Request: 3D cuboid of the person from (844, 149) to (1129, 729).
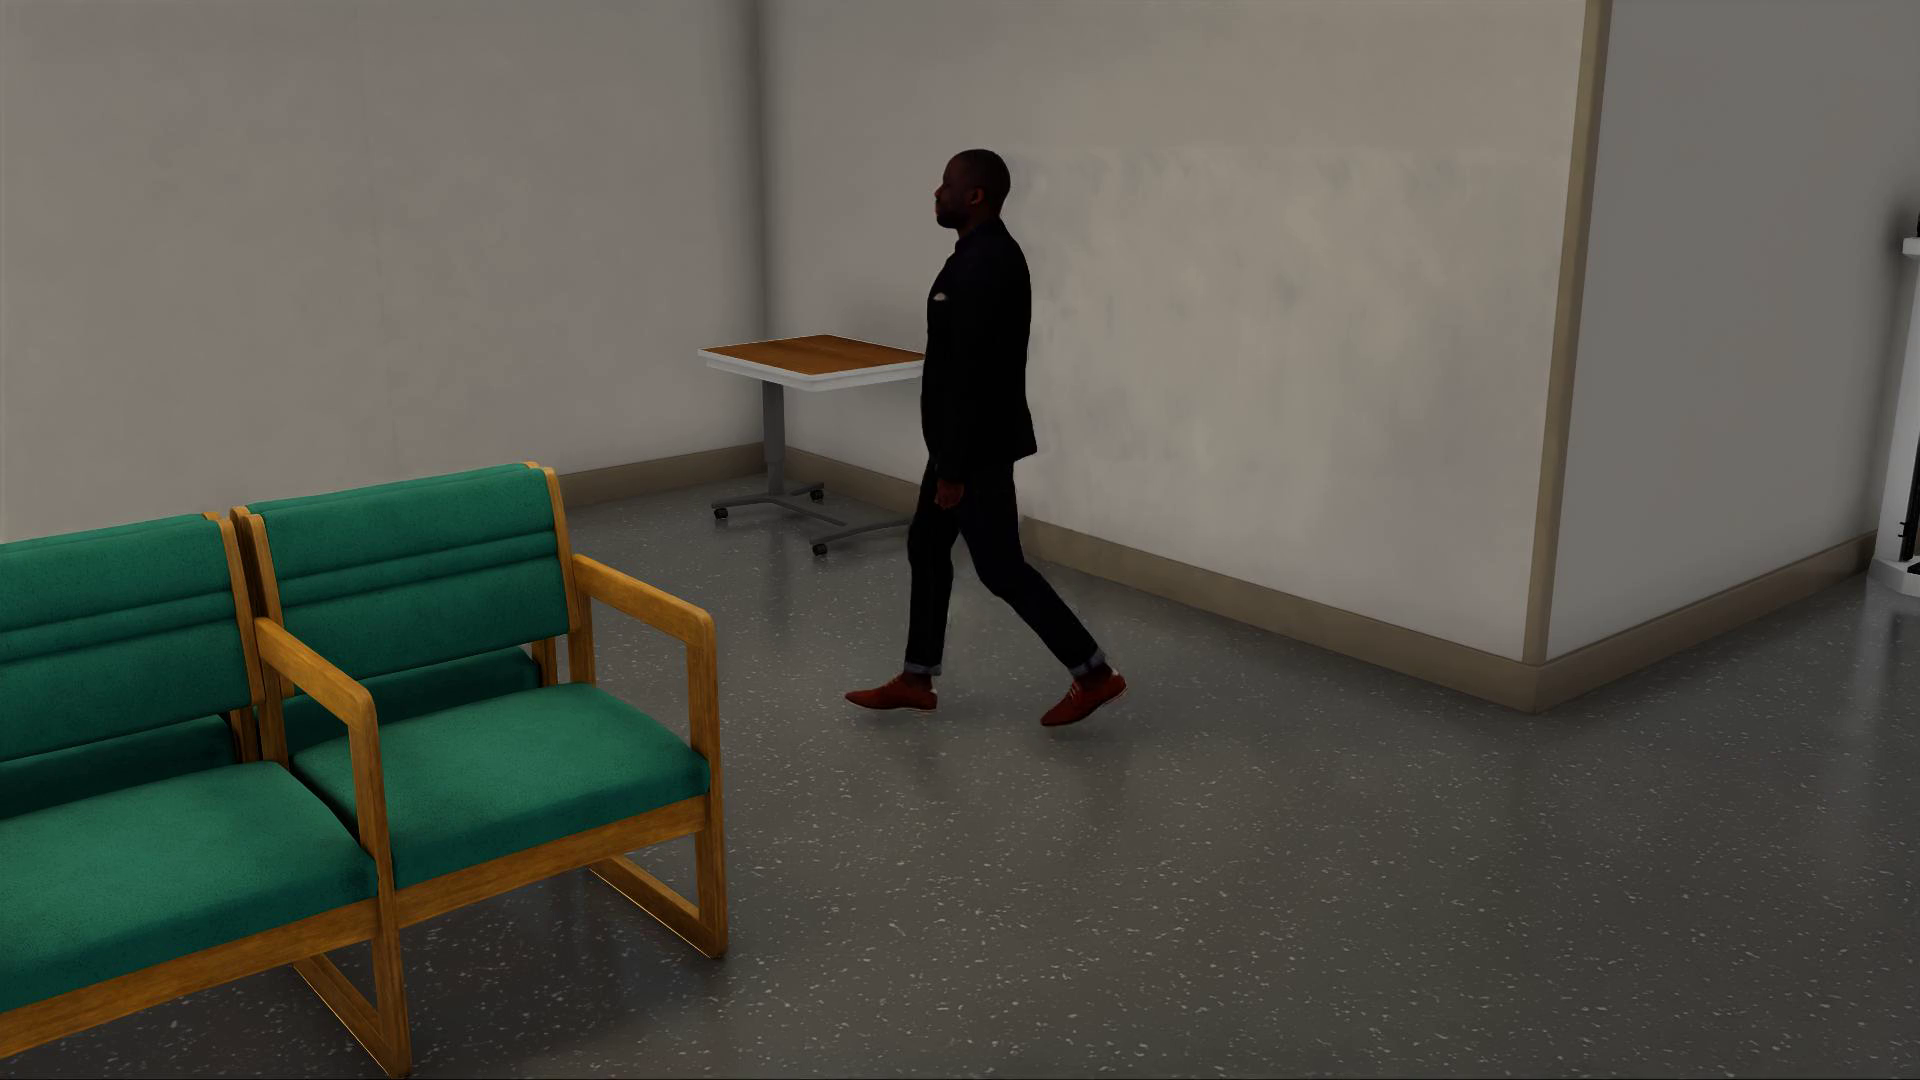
[{"bbox_3d":[0.139,-0.254,5.097,1.224,1.787,1.181,1,16,3],"label":"person"}]
